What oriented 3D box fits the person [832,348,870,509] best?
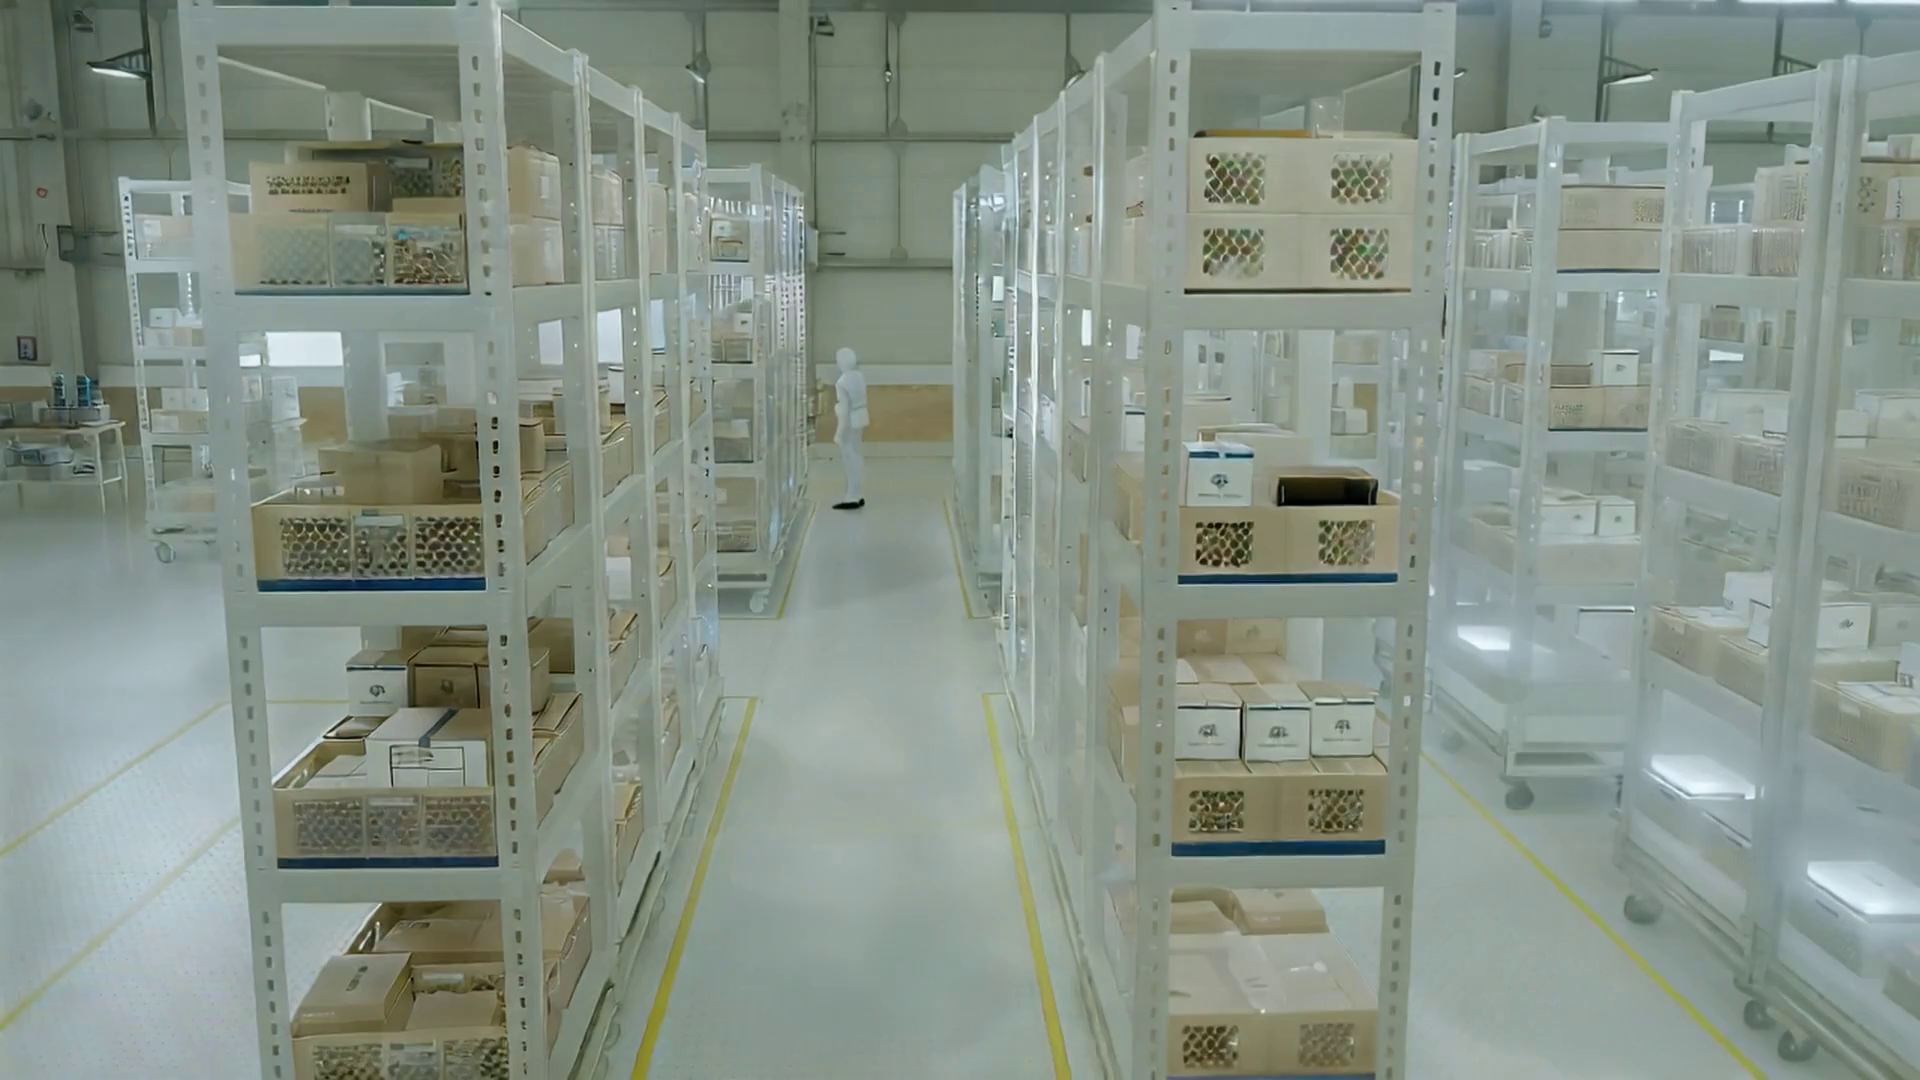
[{"bbox_3d":[-1.245,-1.272,18.992,0.390,1.841,0.563,4,11,21],"label":"person"}]
